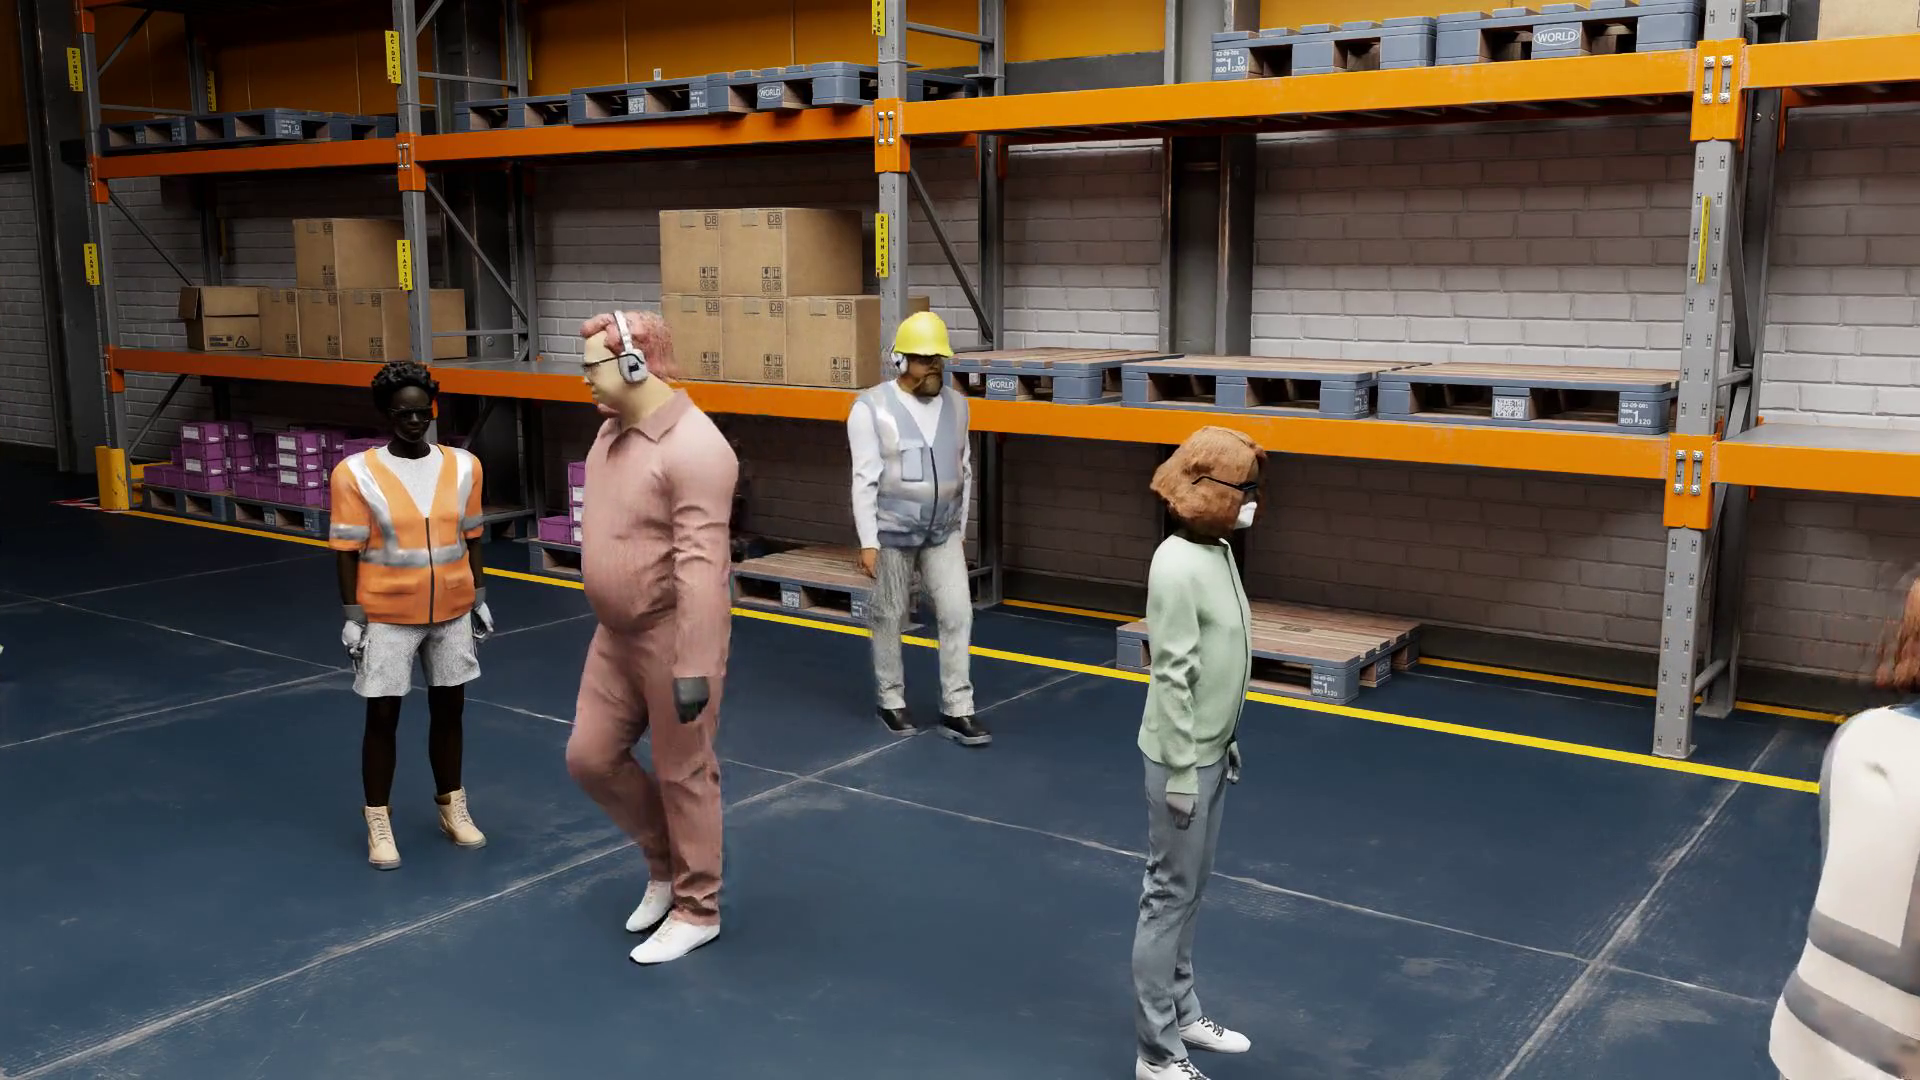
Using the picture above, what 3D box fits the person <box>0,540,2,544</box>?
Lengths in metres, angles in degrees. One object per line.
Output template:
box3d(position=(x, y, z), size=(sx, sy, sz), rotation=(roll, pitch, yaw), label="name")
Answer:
box3d(position=(-7.020, -0.887, 11.627), size=(0.372, 1.939, 0.544), rotation=(4, 10, 23), label="person")

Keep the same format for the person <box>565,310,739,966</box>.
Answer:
box3d(position=(-0.883, 0.294, 4.761), size=(0.431, 1.879, 0.662), rotation=(-9, 13, -42), label="person")

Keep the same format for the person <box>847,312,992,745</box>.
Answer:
box3d(position=(-0.153, -0.030, 6.894), size=(0.612, 1.802, 0.732), rotation=(-5, 11, -28), label="person")

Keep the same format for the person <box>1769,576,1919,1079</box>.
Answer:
box3d(position=(1.401, 0.815, 2.435), size=(0.501, 1.607, 0.538), rotation=(-1, 10, -6), label="person")

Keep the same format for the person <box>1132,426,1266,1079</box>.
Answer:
box3d(position=(0.583, 0.534, 4.069), size=(0.279, 1.633, 0.498), rotation=(4, 10, 20), label="person")

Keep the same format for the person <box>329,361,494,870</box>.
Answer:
box3d(position=(-1.831, 0.245, 5.602), size=(0.539, 1.695, 0.318), rotation=(-8, 12, -38), label="person")
